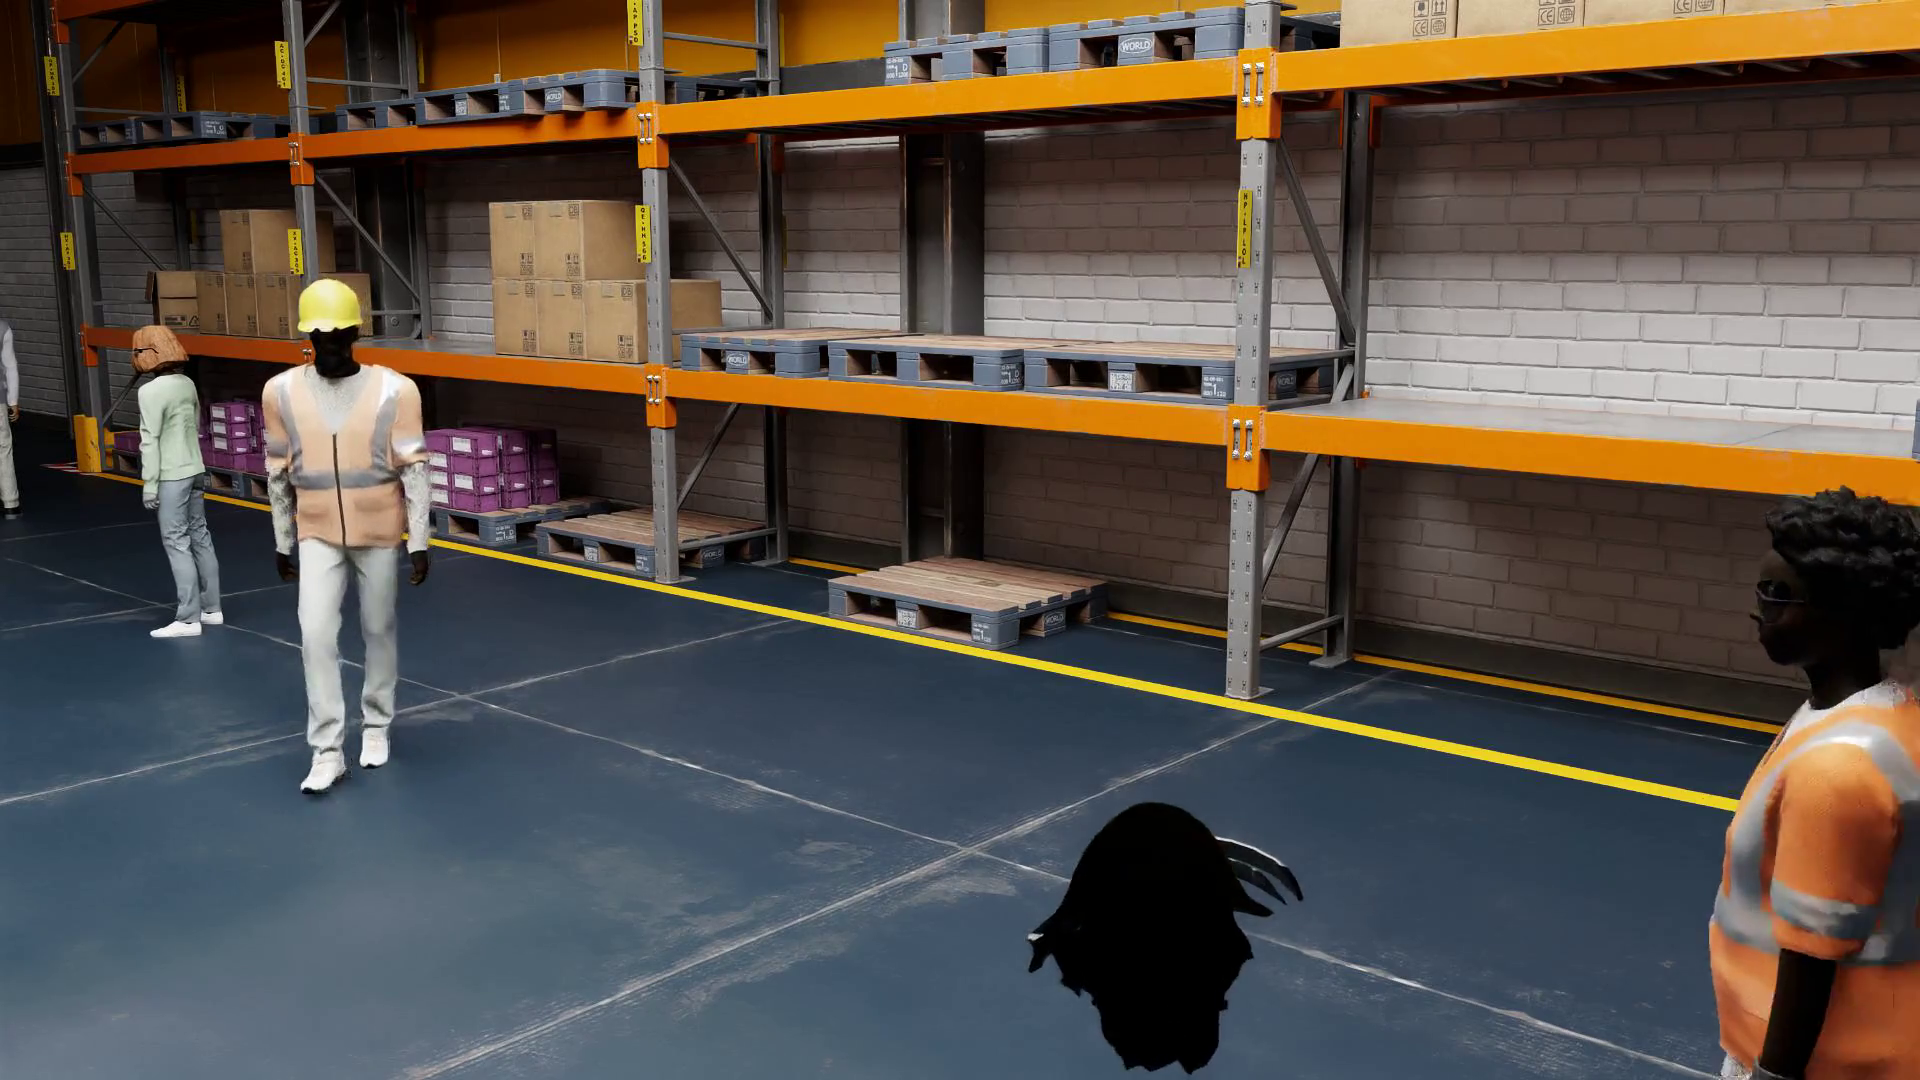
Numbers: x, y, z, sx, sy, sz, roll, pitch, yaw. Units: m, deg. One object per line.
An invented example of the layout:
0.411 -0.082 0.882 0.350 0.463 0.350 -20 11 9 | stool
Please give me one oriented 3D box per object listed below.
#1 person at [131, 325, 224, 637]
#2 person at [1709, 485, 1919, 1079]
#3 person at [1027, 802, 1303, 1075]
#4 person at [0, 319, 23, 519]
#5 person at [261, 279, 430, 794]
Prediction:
-4.128 -0.308 8.727 0.288 1.626 0.497 0 10 1 | person
1.335 0.758 2.475 0.487 1.683 0.541 5 11 28 | person
0.116 0.968 1.051 0.526 1.769 0.328 2 10 10 | person
-7.298 -1.043 12.322 0.591 1.829 0.404 -6 12 -30 | person
-2.304 -0.011 6.237 0.610 1.894 0.830 -2 10 -9 | person
